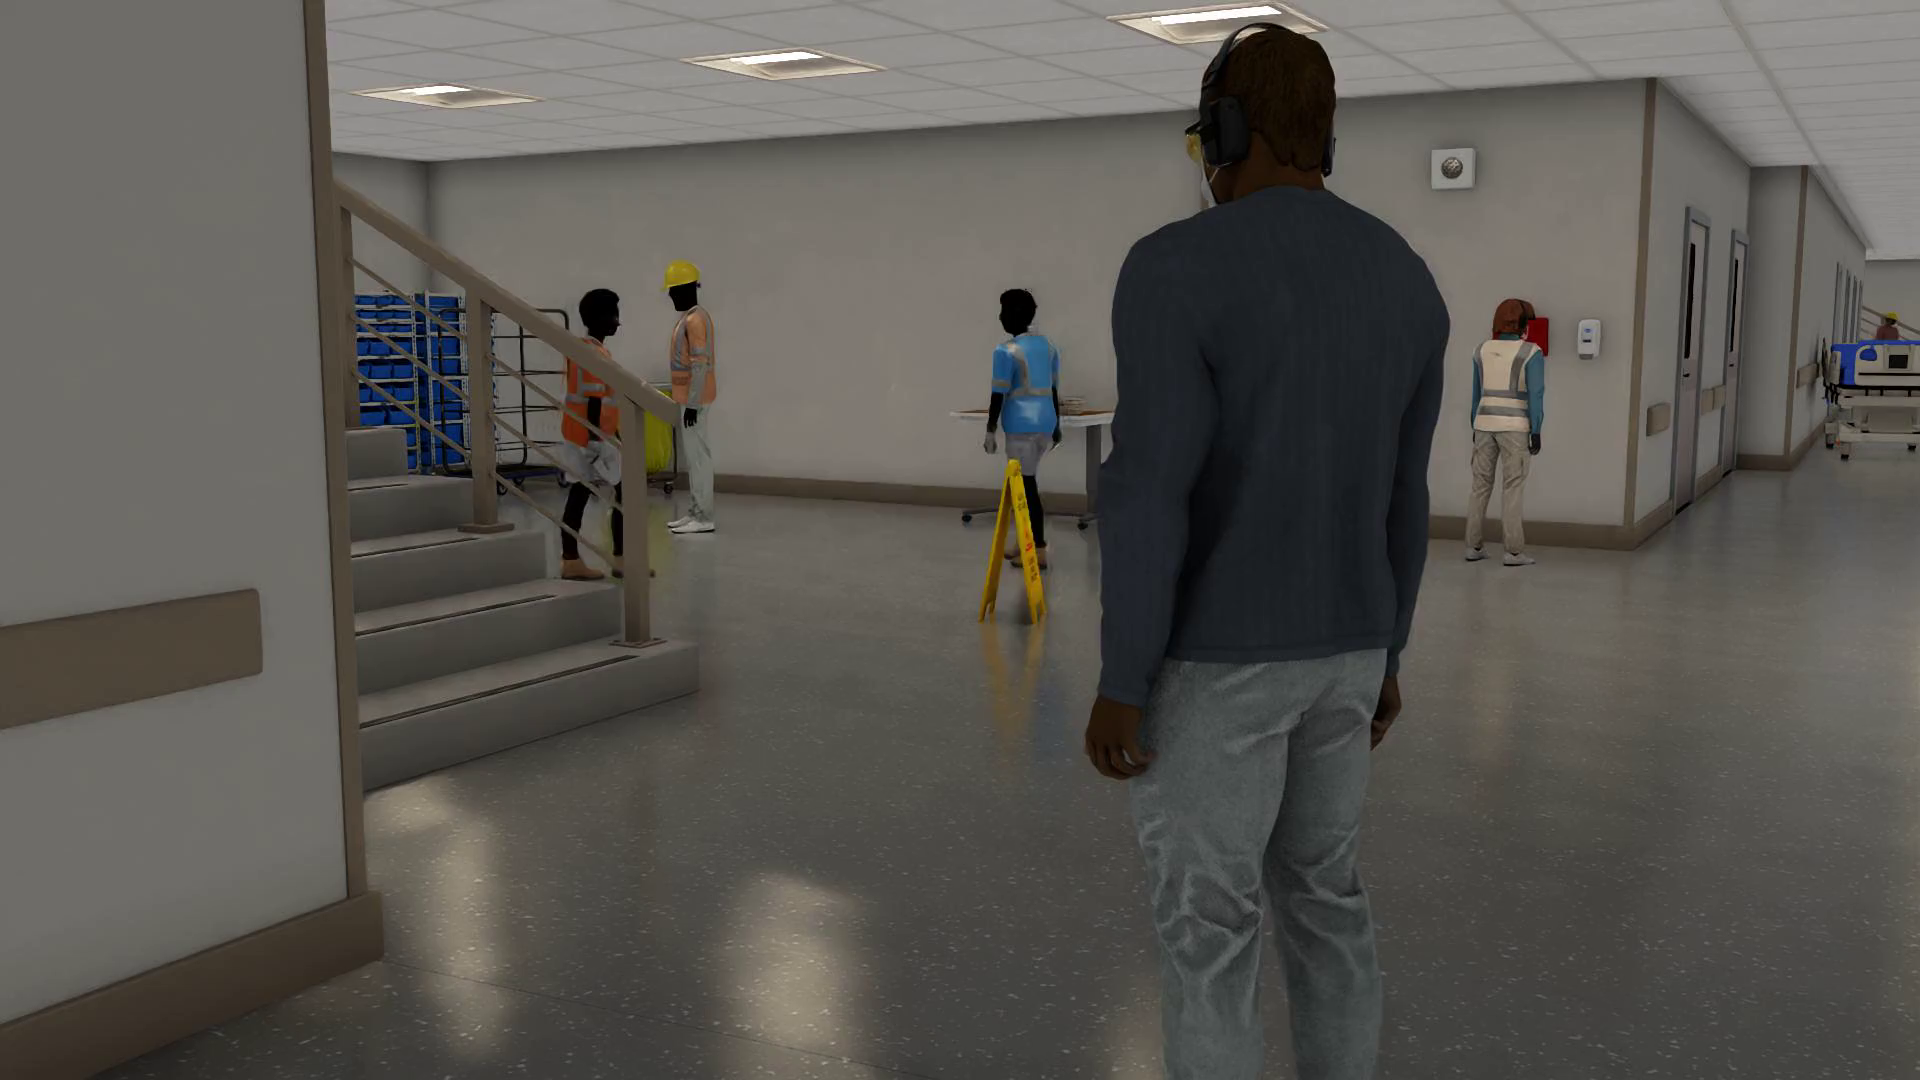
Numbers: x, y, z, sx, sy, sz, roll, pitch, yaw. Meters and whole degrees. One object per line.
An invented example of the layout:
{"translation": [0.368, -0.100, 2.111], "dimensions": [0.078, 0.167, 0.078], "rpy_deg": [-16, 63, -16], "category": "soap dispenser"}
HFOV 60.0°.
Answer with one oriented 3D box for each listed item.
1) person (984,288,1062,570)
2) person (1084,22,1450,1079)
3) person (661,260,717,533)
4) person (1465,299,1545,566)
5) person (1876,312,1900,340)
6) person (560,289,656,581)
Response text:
{"translation": [0.345, -0.670, 10.046], "dimensions": [0.570, 1.675, 0.561], "rpy_deg": [6, 9, 38], "category": "person"}
{"translation": [0.472, 0.186, 2.574], "dimensions": [0.634, 1.929, 0.382], "rpy_deg": [-5, 9, -35], "category": "person"}
{"translation": [-1.909, -1.004, 11.749], "dimensions": [0.374, 1.919, 0.585], "rpy_deg": [-2, 8, -13], "category": "person"}
{"translation": [3.336, -0.657, 10.193], "dimensions": [0.318, 1.630, 0.512], "rpy_deg": [-5, 9, -35], "category": "person"}
{"translation": [20.444, -4.136, 36.571], "dimensions": [0.521, 1.734, 0.648], "rpy_deg": [-2, 8, -17], "category": "person"}
{"translation": [-2.014, -0.589, 9.507], "dimensions": [0.644, 1.670, 0.537], "rpy_deg": [-4, 8, -28], "category": "person"}
